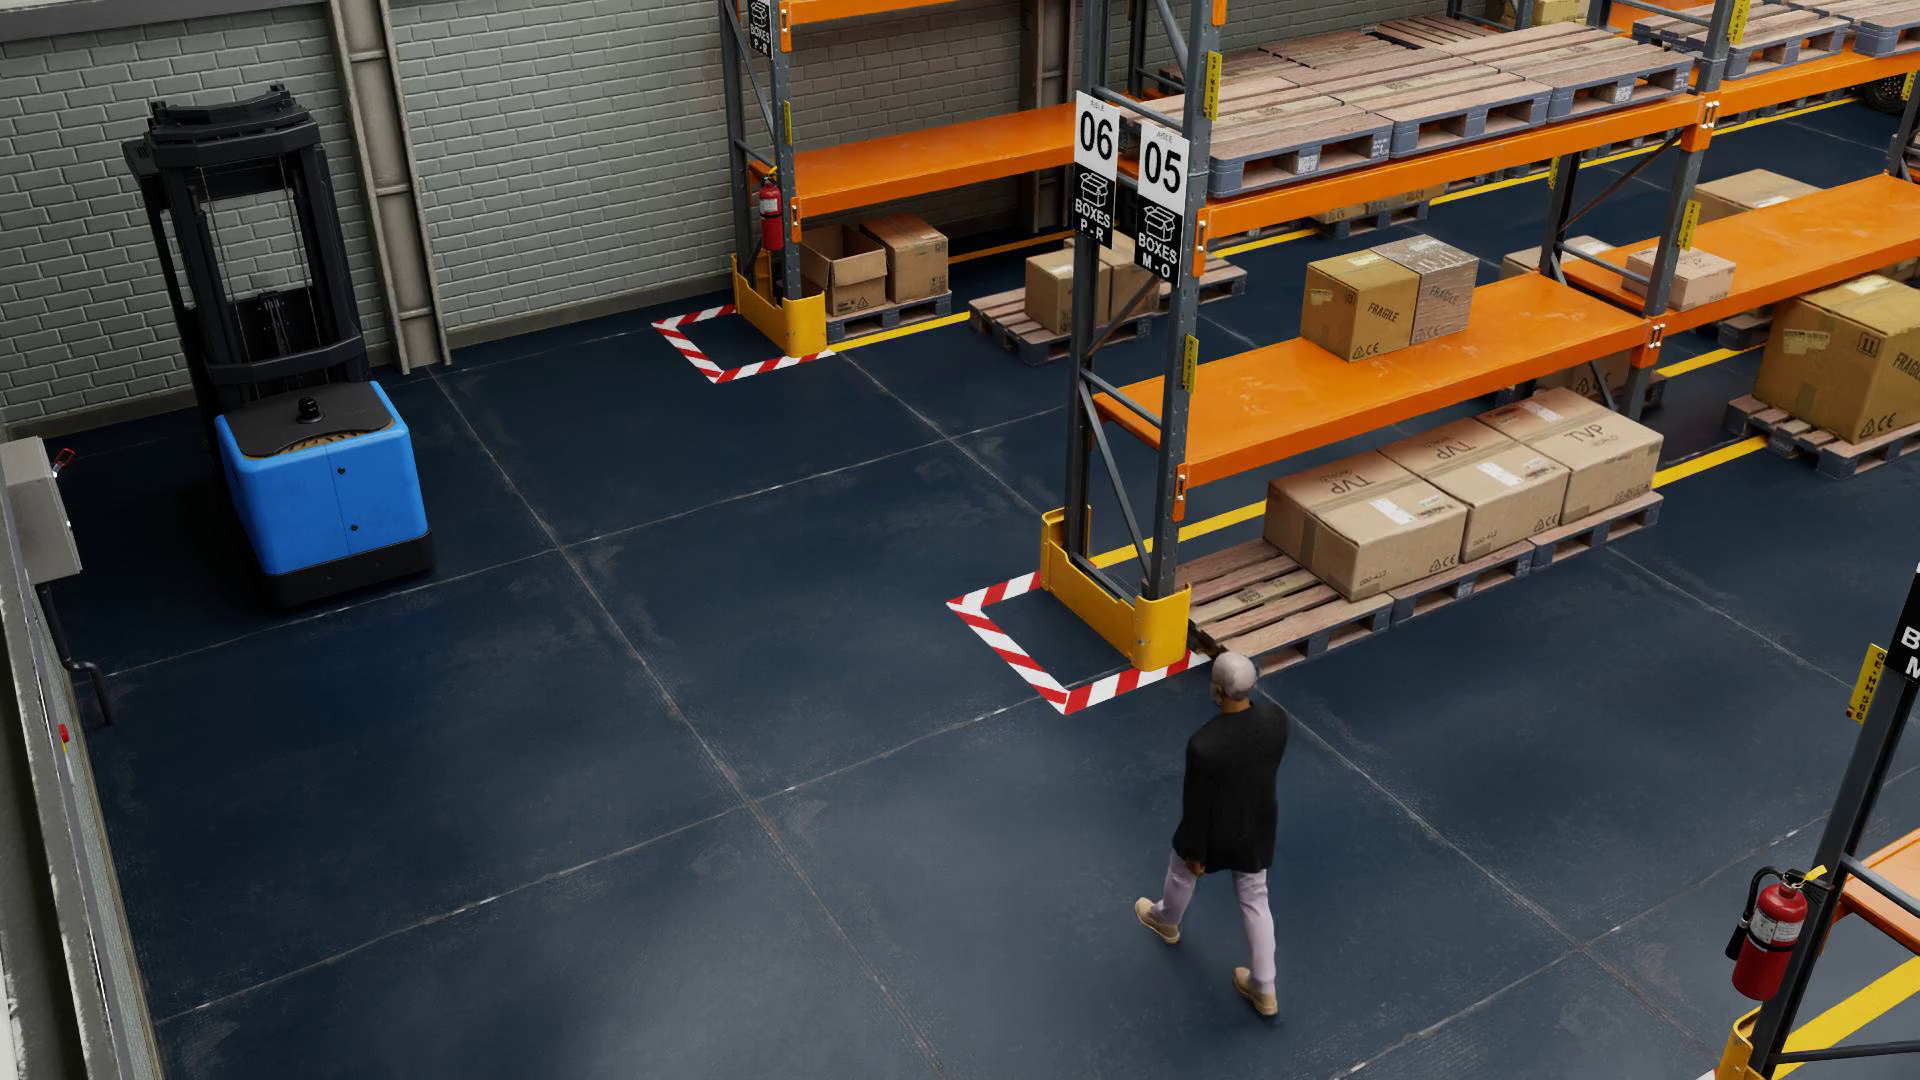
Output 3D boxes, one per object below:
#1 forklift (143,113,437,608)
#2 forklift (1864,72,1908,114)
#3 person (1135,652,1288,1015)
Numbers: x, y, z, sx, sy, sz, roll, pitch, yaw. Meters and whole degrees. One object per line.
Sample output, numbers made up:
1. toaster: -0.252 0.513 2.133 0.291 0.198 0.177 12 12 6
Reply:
1. forklift: -4.289 -1.259 10.509 1.129 2.768 1.873 -17 36 -26
2. forklift: 11.468 -5.645 18.244 1.214 2.155 2.313 -17 36 -26
3. person: 1.195 1.254 7.452 0.541 1.813 0.899 -13 34 -20
